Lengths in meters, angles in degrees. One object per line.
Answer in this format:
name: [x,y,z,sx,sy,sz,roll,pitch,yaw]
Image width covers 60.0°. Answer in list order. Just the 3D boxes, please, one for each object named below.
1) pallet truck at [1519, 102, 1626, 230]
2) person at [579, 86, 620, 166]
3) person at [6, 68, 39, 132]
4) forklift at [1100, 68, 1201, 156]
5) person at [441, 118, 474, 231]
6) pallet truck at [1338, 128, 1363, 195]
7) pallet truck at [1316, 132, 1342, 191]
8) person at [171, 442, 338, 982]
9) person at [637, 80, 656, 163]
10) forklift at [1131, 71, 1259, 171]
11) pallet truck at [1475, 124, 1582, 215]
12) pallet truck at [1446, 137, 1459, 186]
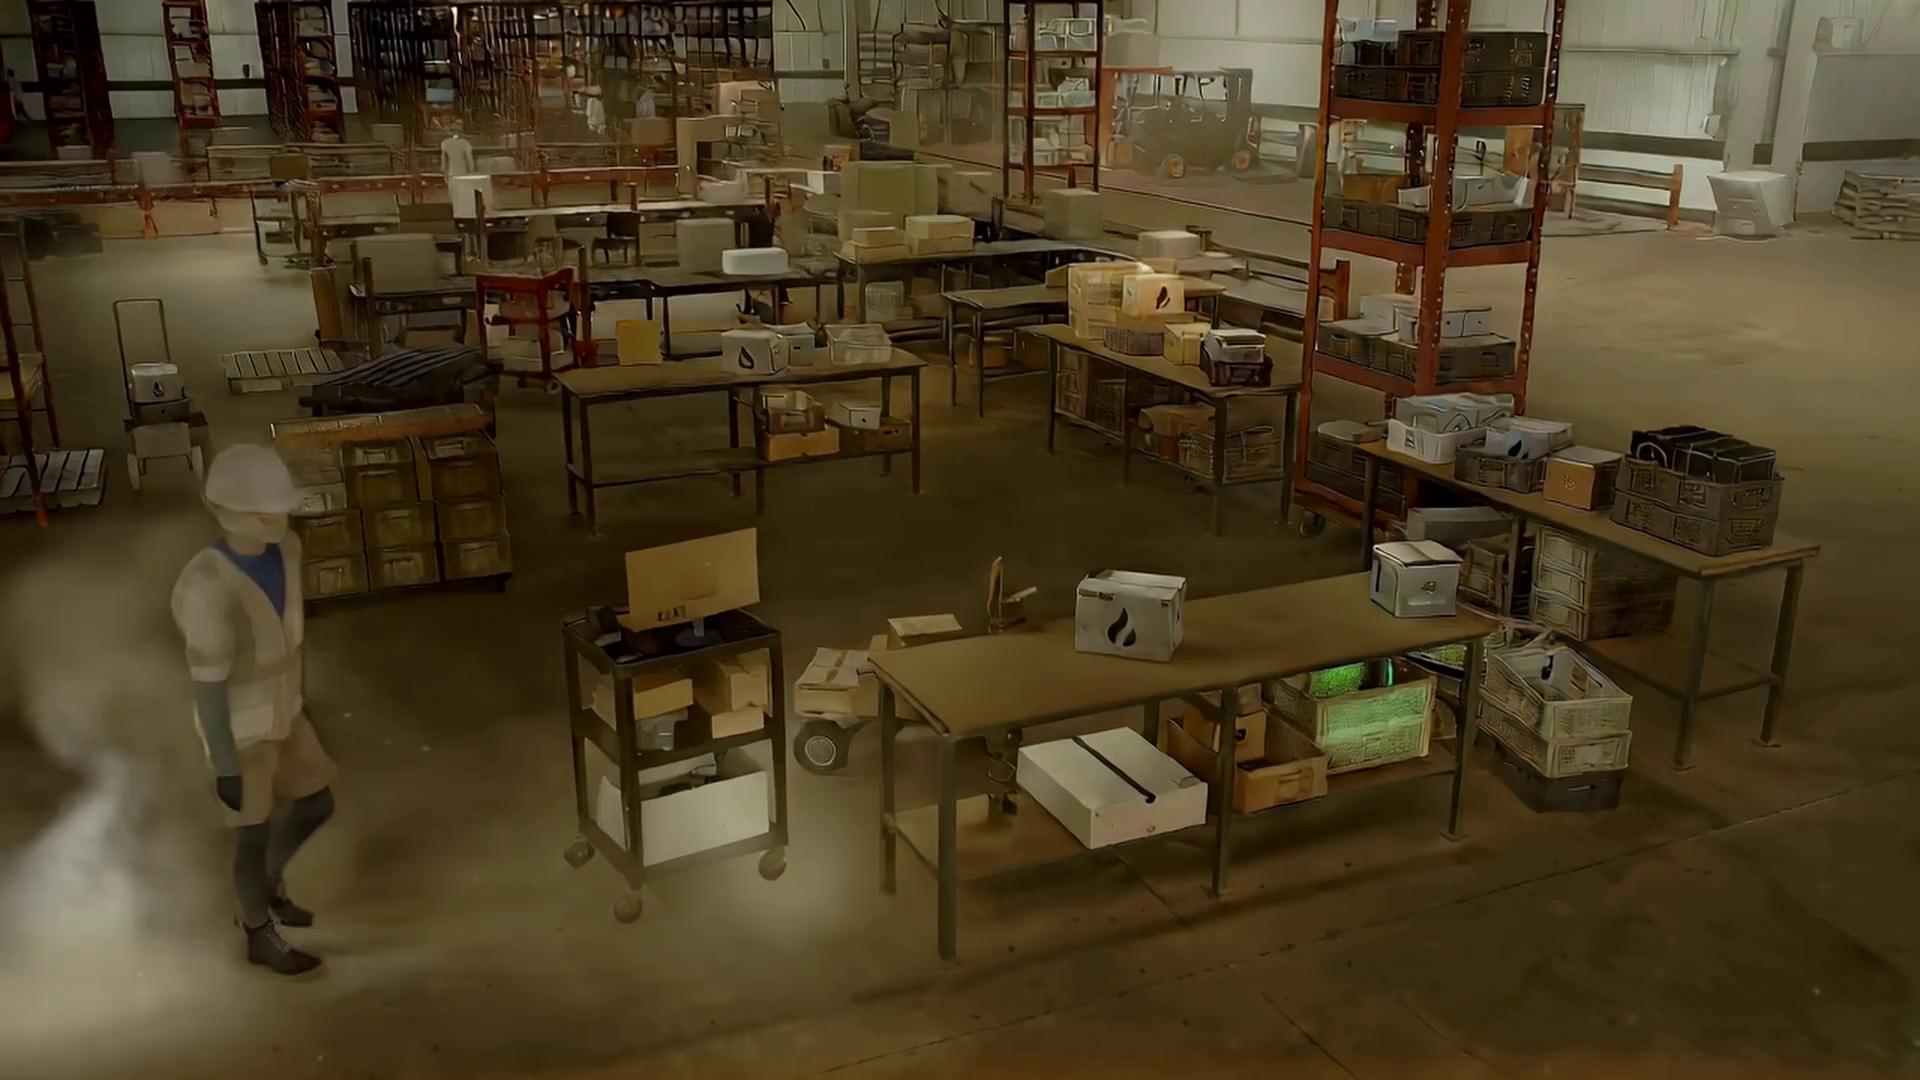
pallet truck: [9.972,-6.037,26.785,1.885,1.965,0.823,-9,20,-25]
person: [-8.176,-9.279,37.374,0.968,1.773,0.598,-13,22,-36]
person: [-27.379,-12.801,48.400,0.718,1.818,0.587,-1,18,-3]
forklift: [4.082,-9.564,37.410,2.680,1.987,1.157,-8,19,-23]
person: [-7.890,-5.739,26.222,0.523,1.769,0.317,4,18,13]
pallet truck: [7.845,-7.140,31.411,1.522,1.261,0.704,-9,20,-25]
pallet truck: [7.723,-7.504,32.656,1.601,1.201,0.680,-8,19,-23]
person: [-2.423,0.624,5.779,0.564,2.015,0.627,5,18,15]
person: [-7.042,-9.341,37.342,0.407,1.904,0.655,-6,19,-18]
forklift: [4.998,-8.936,35.413,2.680,1.987,1.157,-9,20,-25]
pallet truck: [9.707,-6.455,28.103,1.885,1.965,0.823,-7,19,-20]
pallet truck: [9.184,-6.485,29.328,1.630,1.274,0.653,-8,19,-23]
